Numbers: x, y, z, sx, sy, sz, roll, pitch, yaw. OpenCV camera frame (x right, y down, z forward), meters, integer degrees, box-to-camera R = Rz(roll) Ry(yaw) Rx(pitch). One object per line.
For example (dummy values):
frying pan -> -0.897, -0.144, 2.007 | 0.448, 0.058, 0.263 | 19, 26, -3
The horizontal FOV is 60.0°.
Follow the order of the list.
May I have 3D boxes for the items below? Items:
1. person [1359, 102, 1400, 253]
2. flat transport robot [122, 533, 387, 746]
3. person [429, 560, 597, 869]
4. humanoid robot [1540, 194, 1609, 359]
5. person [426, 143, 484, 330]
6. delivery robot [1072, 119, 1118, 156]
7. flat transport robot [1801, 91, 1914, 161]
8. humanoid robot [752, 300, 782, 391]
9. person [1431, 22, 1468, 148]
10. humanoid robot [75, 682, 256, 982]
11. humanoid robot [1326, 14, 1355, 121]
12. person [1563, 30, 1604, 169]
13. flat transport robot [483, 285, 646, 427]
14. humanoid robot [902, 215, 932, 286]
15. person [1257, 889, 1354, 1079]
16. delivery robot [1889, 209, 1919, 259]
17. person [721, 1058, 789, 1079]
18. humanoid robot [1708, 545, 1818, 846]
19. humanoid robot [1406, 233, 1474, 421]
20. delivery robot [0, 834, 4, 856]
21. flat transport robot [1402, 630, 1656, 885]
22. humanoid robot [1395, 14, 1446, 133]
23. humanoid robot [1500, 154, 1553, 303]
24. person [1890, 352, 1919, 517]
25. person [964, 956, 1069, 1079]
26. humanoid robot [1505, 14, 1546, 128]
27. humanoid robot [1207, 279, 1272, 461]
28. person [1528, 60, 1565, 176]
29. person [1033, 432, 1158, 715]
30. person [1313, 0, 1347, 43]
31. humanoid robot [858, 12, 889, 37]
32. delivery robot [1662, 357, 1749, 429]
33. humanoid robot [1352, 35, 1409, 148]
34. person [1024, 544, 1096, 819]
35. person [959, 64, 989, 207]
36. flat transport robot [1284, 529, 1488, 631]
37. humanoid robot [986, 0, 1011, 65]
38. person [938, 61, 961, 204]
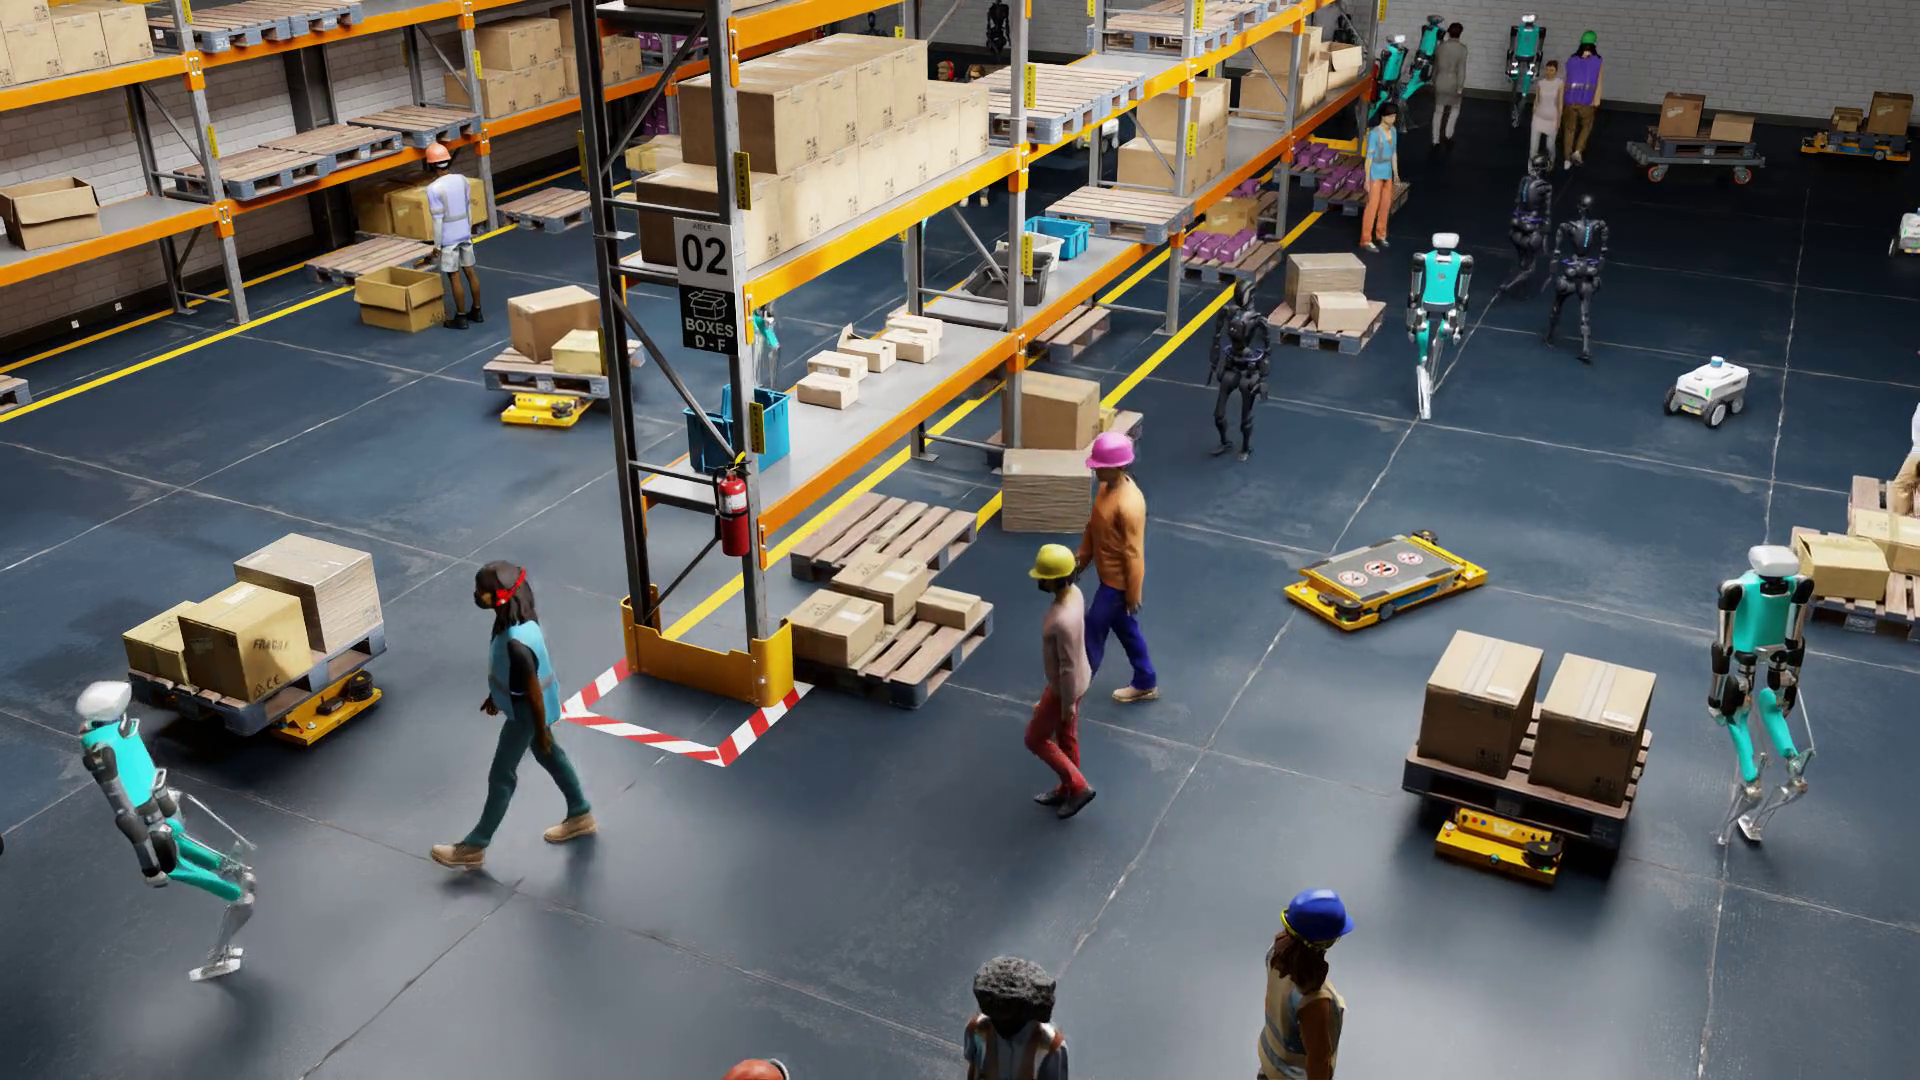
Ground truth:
person -> 5.027, -4.333, 19.856 | 0.508, 1.758, 0.384 | -22, 34, -38
flat transport robot -> -4.555, 0.952, 10.855 | 1.431, 0.231, 0.659 | 12, 29, 23
person -> -2.512, 0.960, 9.092 | 0.956, 1.822, 0.534 | -7, 27, -14
humanoid robot -> 6.153, -2.632, 16.574 | 0.601, 1.631, 0.821 | -1, 26, -2
person -> -5.279, -3.144, 17.259 | 0.371, 1.930, 0.542 | 14, 30, 26
delivery robot -> 2.029, -6.005, 24.608 | 0.499, 0.614, 0.791 | 17, 31, 30
flat transport robot -> 13.185, -5.791, 24.475 | 1.431, 0.231, 0.659 | 12, 29, 23
humanoid robot -> -1.908, -2.175, 15.572 | 0.539, 1.835, 0.705 | 10, 28, 19
person -> 7.240, -6.737, 24.652 | 0.519, 1.807, 0.548 | 17, 31, 30
humanoid robot -> -3.782, 1.458, 8.181 | 0.741, 1.777, 0.562 | -7, 27, -14
humanoid robot -> 5.999, -7.468, 26.287 | 0.635, 1.637, 0.585 | -13, 29, -25
person -> 8.727, -6.180, 23.390 | 0.554, 1.918, 0.473 | 13, 29, 25
flat transport robot -> -3.712, -1.427, 15.661 | 0.659, 0.231, 1.431 | 5, 27, 10
humanoid robot -> -0.465, -3.742, 18.732 | 0.594, 1.792, 0.963 | 0, 26, 0
person -> 1.370, 2.146, 6.741 | 0.306, 1.778, 0.460 | -6, 27, -12
delivery robot -> 11.398, -3.651, 19.814 | 0.499, 0.580, 0.766 | 12, 29, 23
person -> -0.718, 2.504, 6.091 | 0.599, 1.705, 0.626 | -15, 30, -27
humanoid robot -> 4.478, 0.964, 9.213 | 0.543, 1.802, 0.766 | -4, 27, -7
humanoid robot -> 4.363, -2.040, 15.307 | 0.533, 1.767, 1.028 | 6, 27, 12
delivery robot -> -5.789, 1.589, 9.214 | 0.739, 0.566, 0.499 | 12, 29, 23
flat transport robot -> 3.309, 1.480, 9.789 | 0.659, 0.231, 1.431 | 14, 29, 26
humanoid robot -> 6.953, -7.165, 25.636 | 0.855, 1.775, 0.535 | -8, 27, -16
humanoid robot -> 6.087, -3.355, 17.986 | 0.533, 1.642, 0.588 | -11, 28, -21
person -> 7.428, -0.706, 12.566 | 0.601, 1.715, 0.662 | -23, 34, -38
person -> 0.222, 2.309, 6.564 | 0.431, 1.647, 0.845 | 6, 27, 12
humanoid robot -> 8.855, -7.417, 26.144 | 0.539, 1.770, 0.964 | 9, 28, 17
humanoid robot -> 2.401, -1.443, 14.113 | 0.600, 1.647, 0.455 | 20, 33, 34
person -> 8.114, -5.811, 22.965 | 0.443, 1.632, 0.636 | 15, 30, 27
person -> 0.911, 0.216, 10.456 | 0.870, 1.944, 0.517 | -3, 27, -7
person -> 6.090, -8.305, 27.714 | 0.642, 1.905, 0.404 | 1, 26, 3
humanoid robot -> -1.379, -7.582, 26.563 | 0.589, 1.654, 0.738 | -4, 27, -8
delivery robot -> 6.865, -1.367, 15.239 | 0.812, 0.614, 0.499 | -18, 32, -33
humanoid robot -> 6.043, -6.538, 24.340 | 0.539, 1.727, 1.018 | -21, 33, -36
person -> 0.556, 0.808, 9.475 | 0.374, 1.749, 0.522 | 5, 27, 9
person -> 0.216, -5.255, 21.620 | 0.505, 1.842, 0.351 | 0, 26, 1
flat transport robot -> 3.135, 0.284, 12.204 | 1.431, 0.231, 0.659 | -16, 30, -29
humanoid robot -> 0.605, -8.743, 28.925 | 0.790, 1.648, 0.596 | 21, 33, 36
person -> -0.133, -5.337, 21.780 | 0.396, 1.846, 0.563 | -21, 33, -36
